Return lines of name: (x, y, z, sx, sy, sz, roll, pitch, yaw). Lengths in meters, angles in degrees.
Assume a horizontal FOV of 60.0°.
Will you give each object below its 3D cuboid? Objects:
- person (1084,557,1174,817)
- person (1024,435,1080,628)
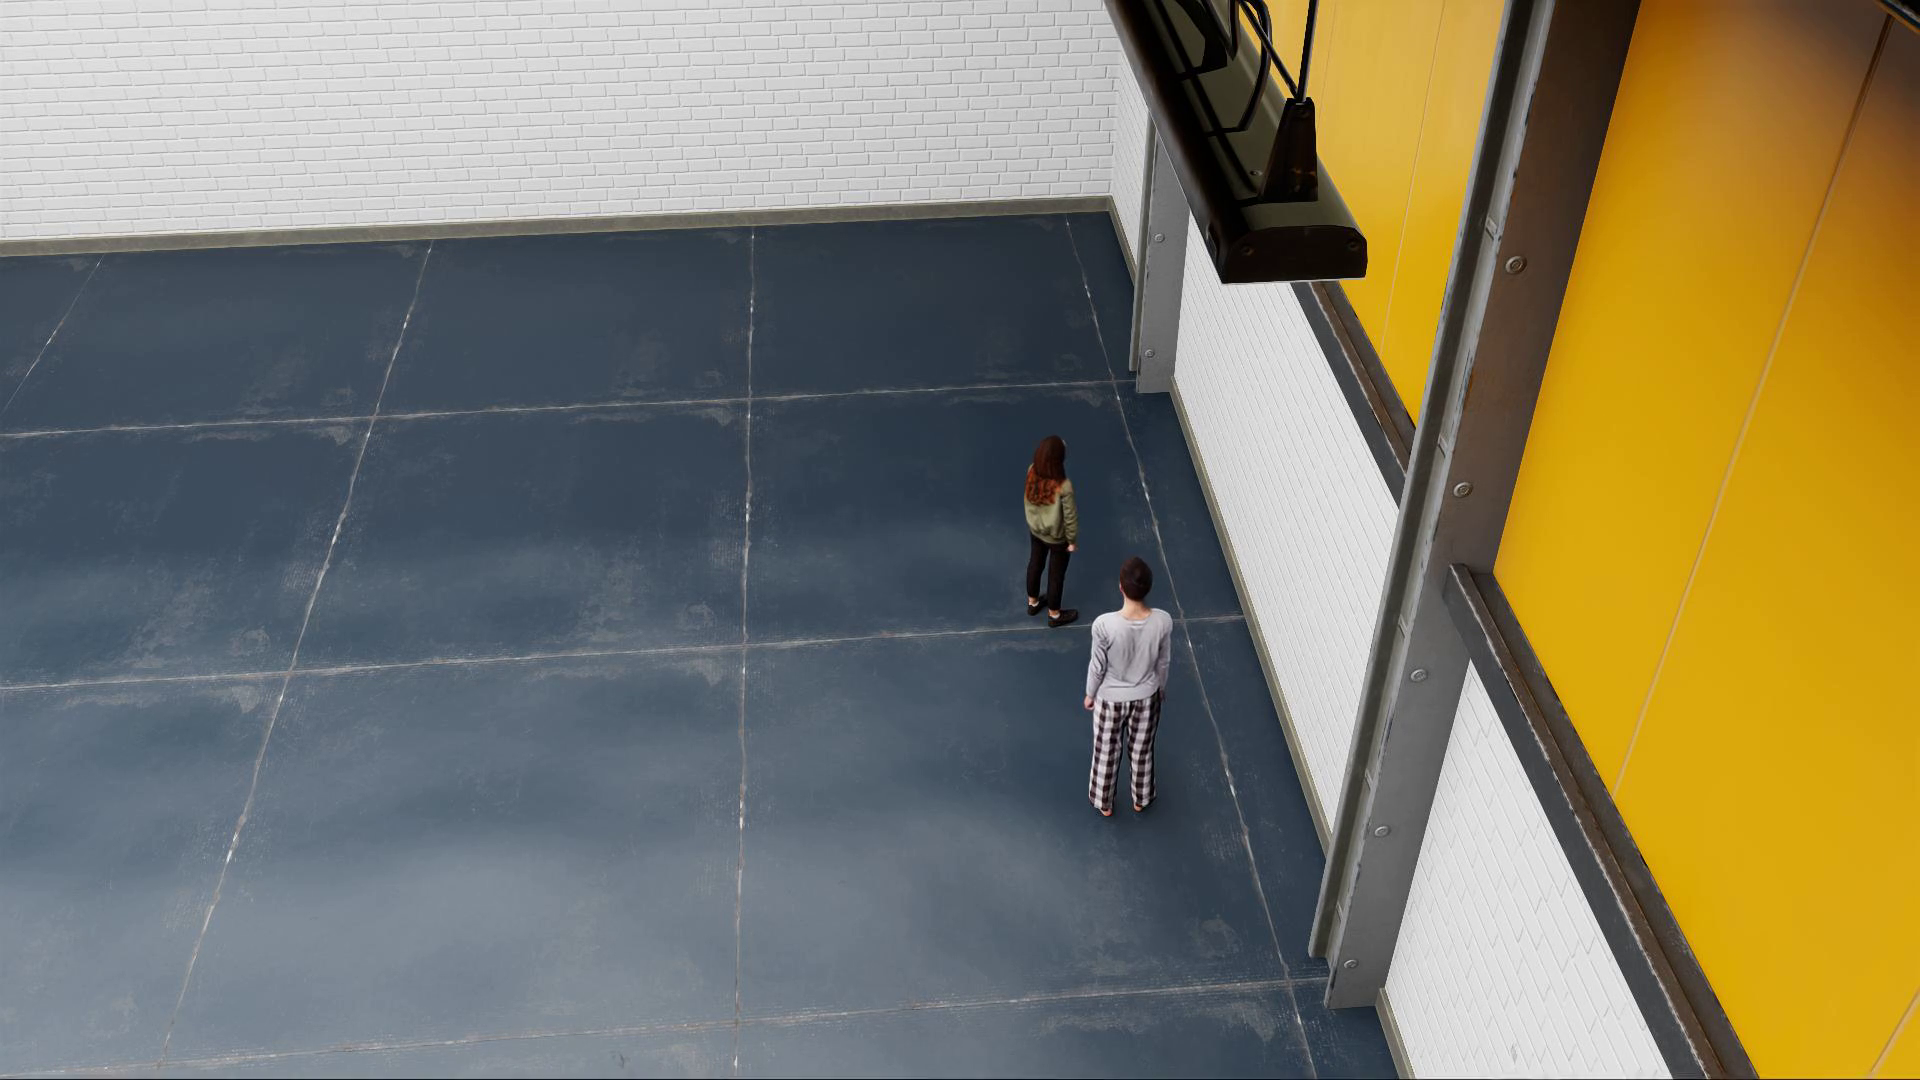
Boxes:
person: (0.961, 0.869, 9.546, 0.638, 1.847, 0.537, -5, 39, -7)
person: (0.595, -0.065, 11.014, 0.717, 1.475, 0.633, -30, 47, -32)
